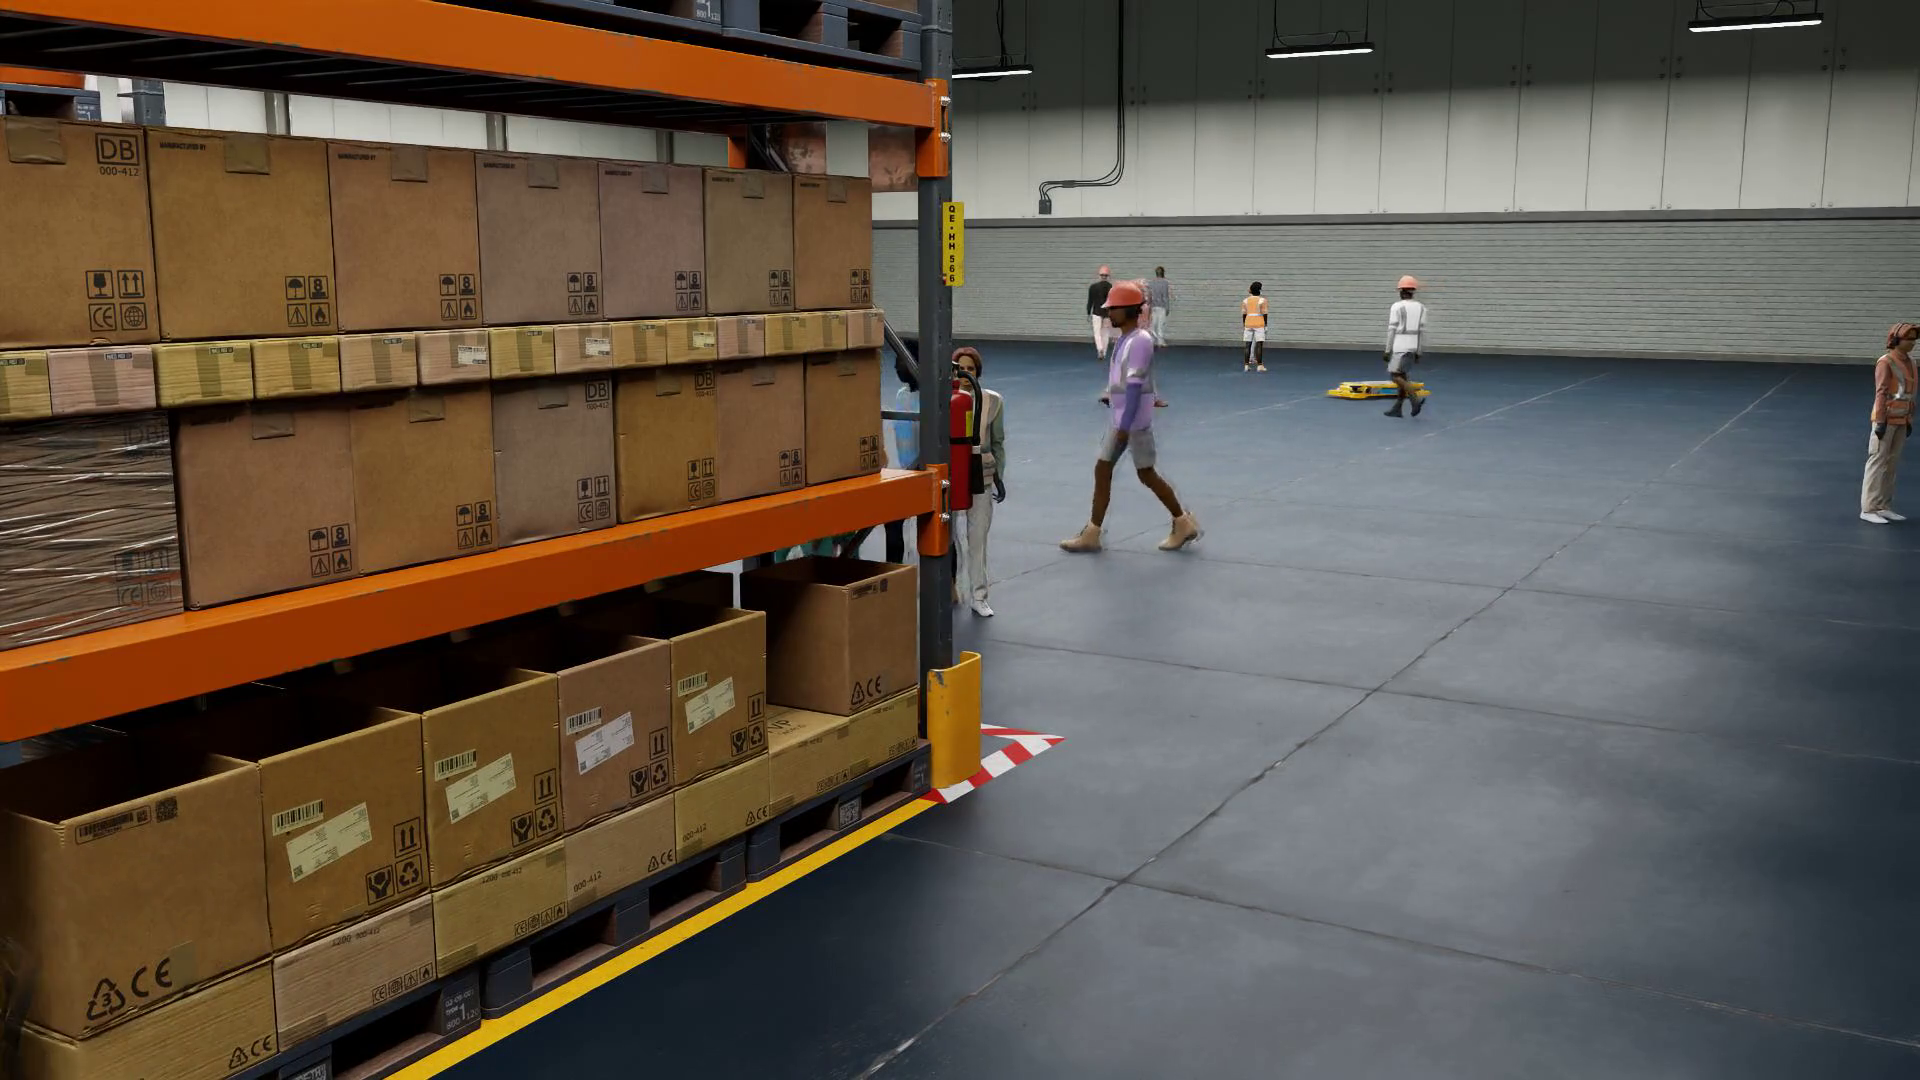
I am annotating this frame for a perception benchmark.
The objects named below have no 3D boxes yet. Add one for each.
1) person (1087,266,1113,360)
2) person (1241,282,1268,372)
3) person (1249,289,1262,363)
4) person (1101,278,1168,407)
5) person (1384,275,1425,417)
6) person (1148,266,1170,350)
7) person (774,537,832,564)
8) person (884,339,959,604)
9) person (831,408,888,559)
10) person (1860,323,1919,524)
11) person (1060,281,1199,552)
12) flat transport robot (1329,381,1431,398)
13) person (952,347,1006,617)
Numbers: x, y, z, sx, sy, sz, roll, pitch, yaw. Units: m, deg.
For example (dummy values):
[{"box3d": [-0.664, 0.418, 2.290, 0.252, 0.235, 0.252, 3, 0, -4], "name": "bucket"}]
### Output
[{"box3d": [2.991, -4.747, 34.857, 0.604, 1.971, 0.888, 0, 10, -3], "name": "person"}, {"box3d": [5.564, -4.016, 31.357, 0.531, 1.698, 0.320, 7, 12, 36], "name": "person"}, {"box3d": [6.005, -4.423, 33.924, 0.264, 1.632, 0.508, -1, 10, -4], "name": "person"}, {"box3d": [2.498, -2.819, 23.876, 0.977, 1.864, 0.641, -5, 11, -28], "name": "person"}, {"box3d": [5.990, -2.577, 22.273, 0.556, 1.920, 0.735, -6, 11, -30], "name": "person"}, {"box3d": [4.643, -5.391, 38.704, 0.372, 1.940, 0.632, -7, 12, -34], "name": "person"}, {"box3d": [-0.846, -0.107, 8.400, 0.540, 1.714, 0.904, 7, 12, 34], "name": "person"}, {"box3d": [-0.311, -0.390, 10.219, 0.719, 1.666, 0.547, -7, 12, -35], "name": "person"}, {"box3d": [-0.797, -0.645, 11.263, 0.513, 1.822, 0.826, -6, 11, -31], "name": "person"}, {"box3d": [7.622, -0.953, 13.599, 0.521, 1.636, 0.311, -7, 12, -36], "name": "person"}, {"box3d": [1.292, -0.892, 12.201, 1.014, 2.006, 0.625, -2, 10, -13], "name": "person"}, {"box3d": [6.483, -2.331, 25.663, 1.431, 0.197, 0.652, -4, 10, -23], "name": "flat transport robot"}, {"box3d": [0.026, -0.340, 10.004, 0.518, 1.639, 0.312, -2, 10, -13], "name": "person"}]
